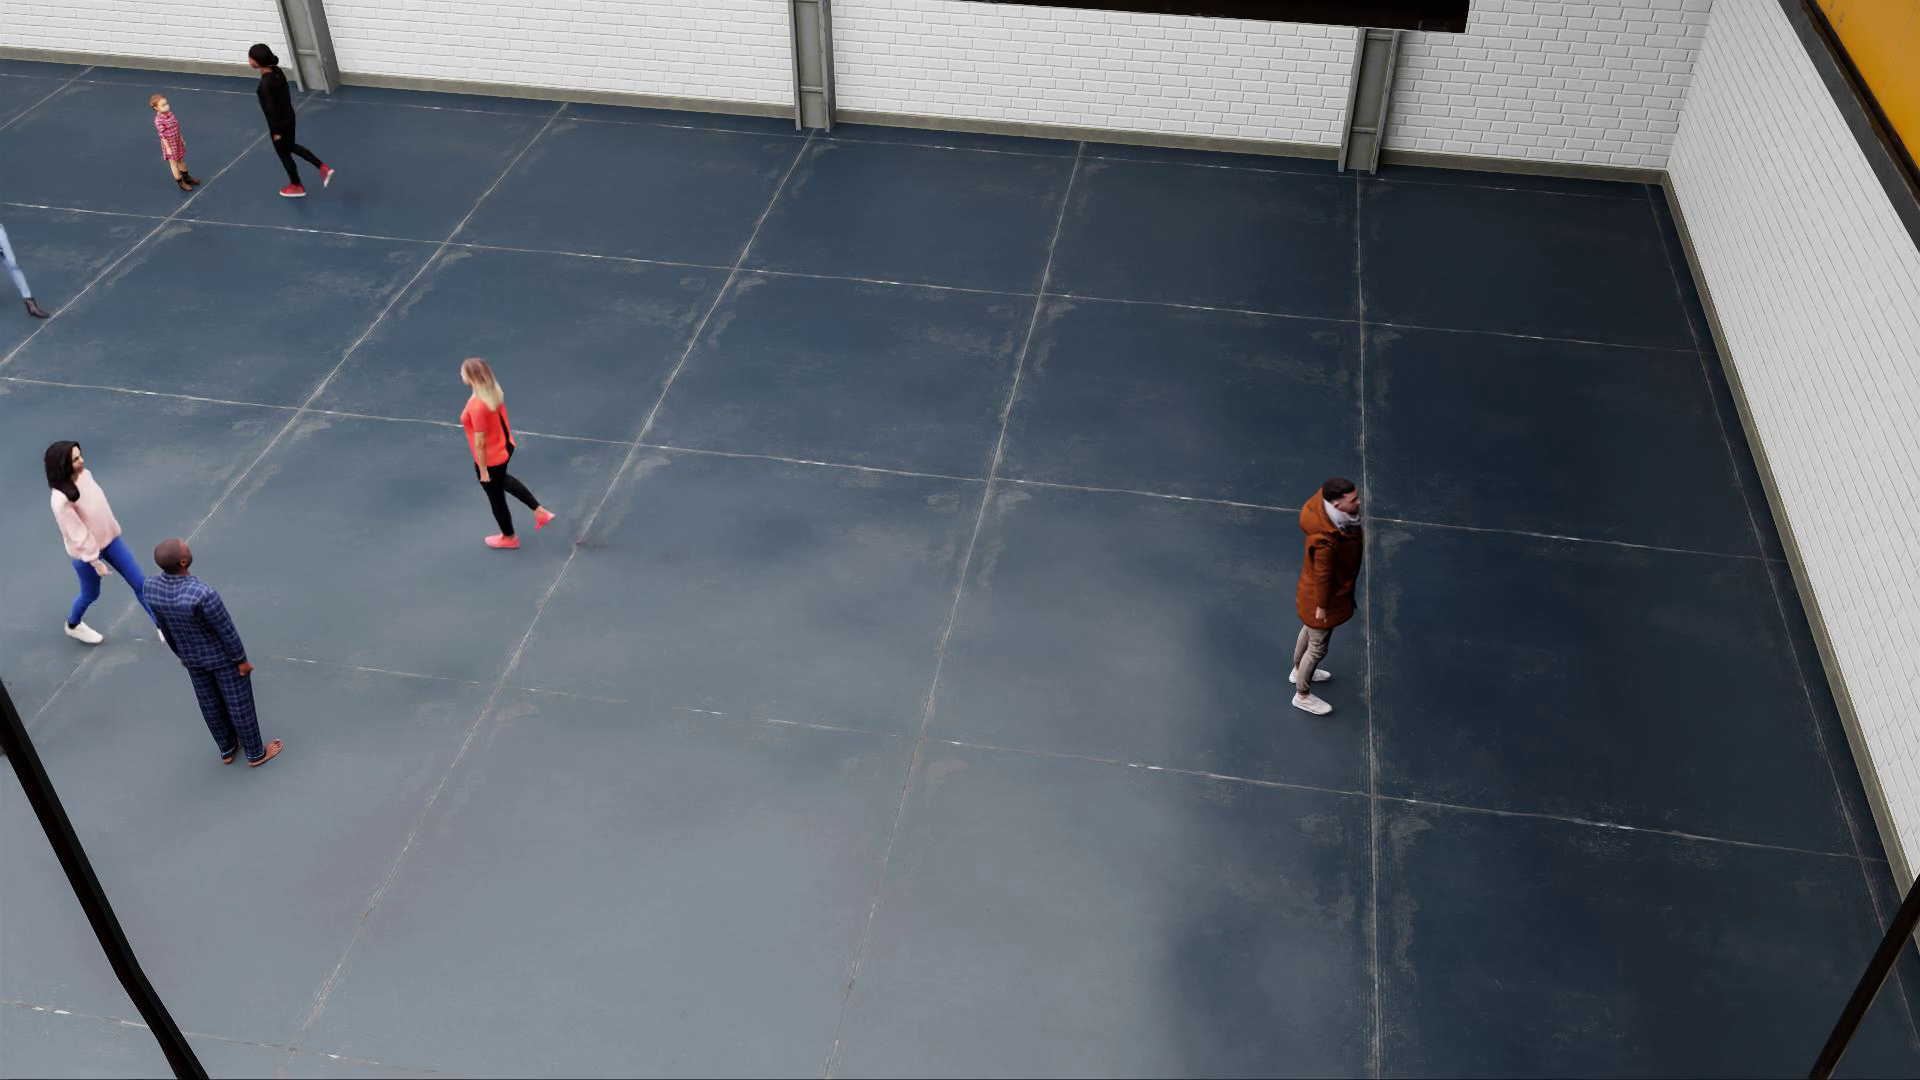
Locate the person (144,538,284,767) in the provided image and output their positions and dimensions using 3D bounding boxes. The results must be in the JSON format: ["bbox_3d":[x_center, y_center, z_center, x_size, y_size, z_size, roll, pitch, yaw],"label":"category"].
[{"bbox_3d":[-4.757,0.717,10.536,0.542,1.825,0.725,8,39,10],"label":"person"}]

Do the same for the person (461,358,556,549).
[{"bbox_3d":[-3.364,-0.628,12.330,0.772,1.686,0.617,5,39,6],"label":"person"}]

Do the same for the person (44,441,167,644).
[{"bbox_3d":[-6.023,0.079,11.409,1.134,1.731,0.647,5,39,7],"label":"person"}]

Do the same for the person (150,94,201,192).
[{"bbox_3d":[-8.184,-4.149,17.272,0.446,1.022,0.431,8,39,10],"label":"person"}]

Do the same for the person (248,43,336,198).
[{"bbox_3d":[-6.796,-4.236,16.871,0.869,1.658,0.648,5,39,6],"label":"person"}]

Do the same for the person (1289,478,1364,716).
[{"bbox_3d":[2.397,0.339,10.997,0.675,1.839,0.687,6,39,7],"label":"person"}]
